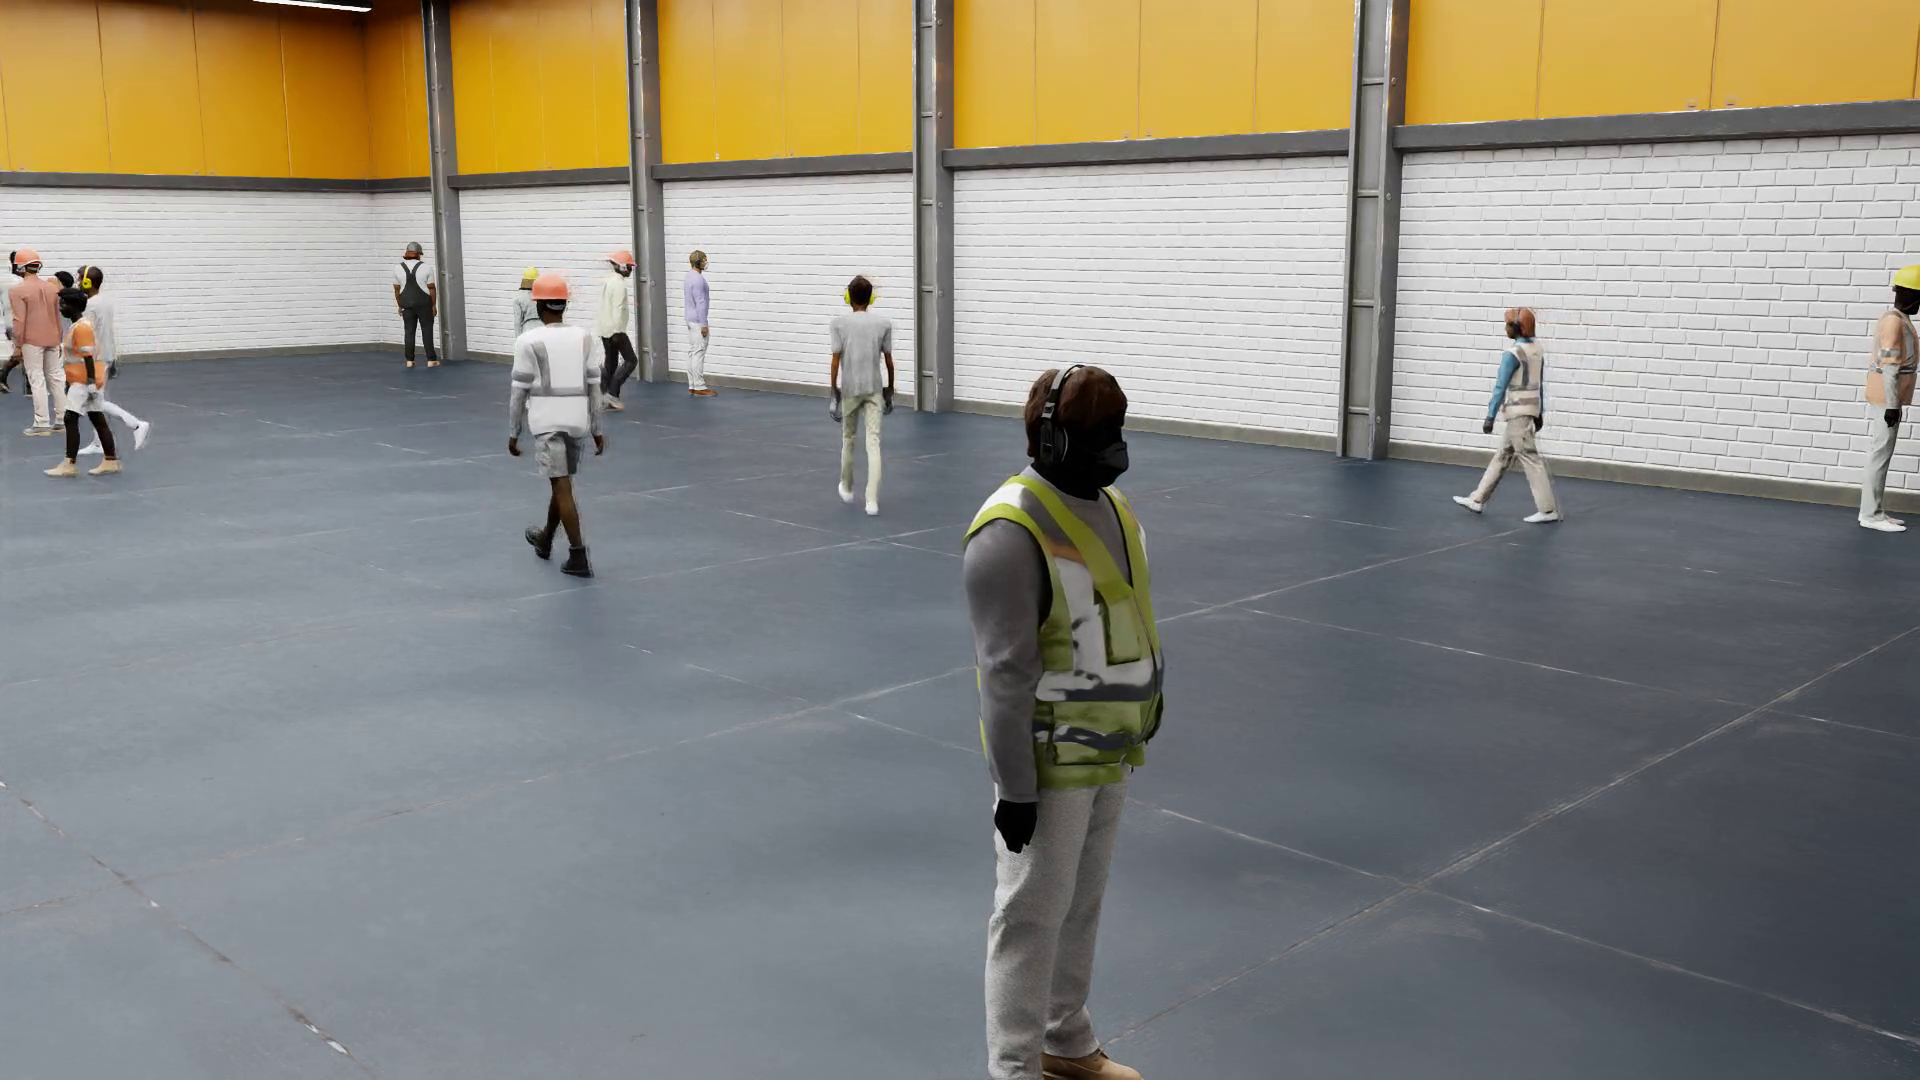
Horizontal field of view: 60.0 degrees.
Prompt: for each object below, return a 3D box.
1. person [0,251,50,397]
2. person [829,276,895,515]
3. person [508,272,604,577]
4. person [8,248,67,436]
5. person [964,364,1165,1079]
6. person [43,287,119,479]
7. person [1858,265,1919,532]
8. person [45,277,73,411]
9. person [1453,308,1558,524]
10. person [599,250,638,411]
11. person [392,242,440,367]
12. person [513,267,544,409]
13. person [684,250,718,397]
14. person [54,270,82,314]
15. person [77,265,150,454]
[{"bbox_3d":[-12.418,-2.835,21.904,0.612,1.936,0.560,7,13,34],"label":"person"},{"bbox_3d":[-0.762,-1.138,12.977,0.538,1.808,0.986,-2,11,-10],"label":"person"},{"bbox_3d":[-2.620,-0.743,10.601,0.569,1.888,0.957,-9,14,-41],"label":"person"},{"bbox_3d":[-9.864,-2.109,17.768,0.395,1.994,0.612,3,11,18],"label":"person"},{"bbox_3d":[0.259,0.508,3.916,0.429,1.842,0.634,6,12,28],"label":"person"},{"bbox_3d":[-7.811,-1.369,14.599,0.720,1.667,0.557,-6,12,-30],"label":"person"},{"bbox_3d":[6.783,-1.025,12.073,0.381,1.917,0.585,6,12,29],"label":"person"},{"bbox_3d":[-10.946,-2.382,20.288,0.311,1.624,0.496,4,11,23],"label":"person"},{"bbox_3d":[4.127,-0.932,12.439,0.877,1.583,0.542,9,14,40],"label":"person"},{"bbox_3d":[-4.162,-2.526,20.147,0.575,1.953,0.627,-5,12,-28],"label":"person"},{"bbox_3d":[-8.834,-3.842,27.095,0.674,2.000,0.535,0,10,0],"label":"person"},{"bbox_3d":[-5.262,-2.492,20.548,0.484,1.744,0.295,-4,11,-23],"label":"person"},{"bbox_3d":[-3.463,-2.866,22.052,0.372,1.940,0.630,-4,11,-22],"label":"person"},{"bbox_3d":[-11.447,-2.617,21.376,0.369,1.682,0.547,-5,11,-25],"label":"person"},{"bbox_3d":[-8.302,-1.740,16.174,0.694,1.848,0.517,0,10,-2],"label":"person"}]
